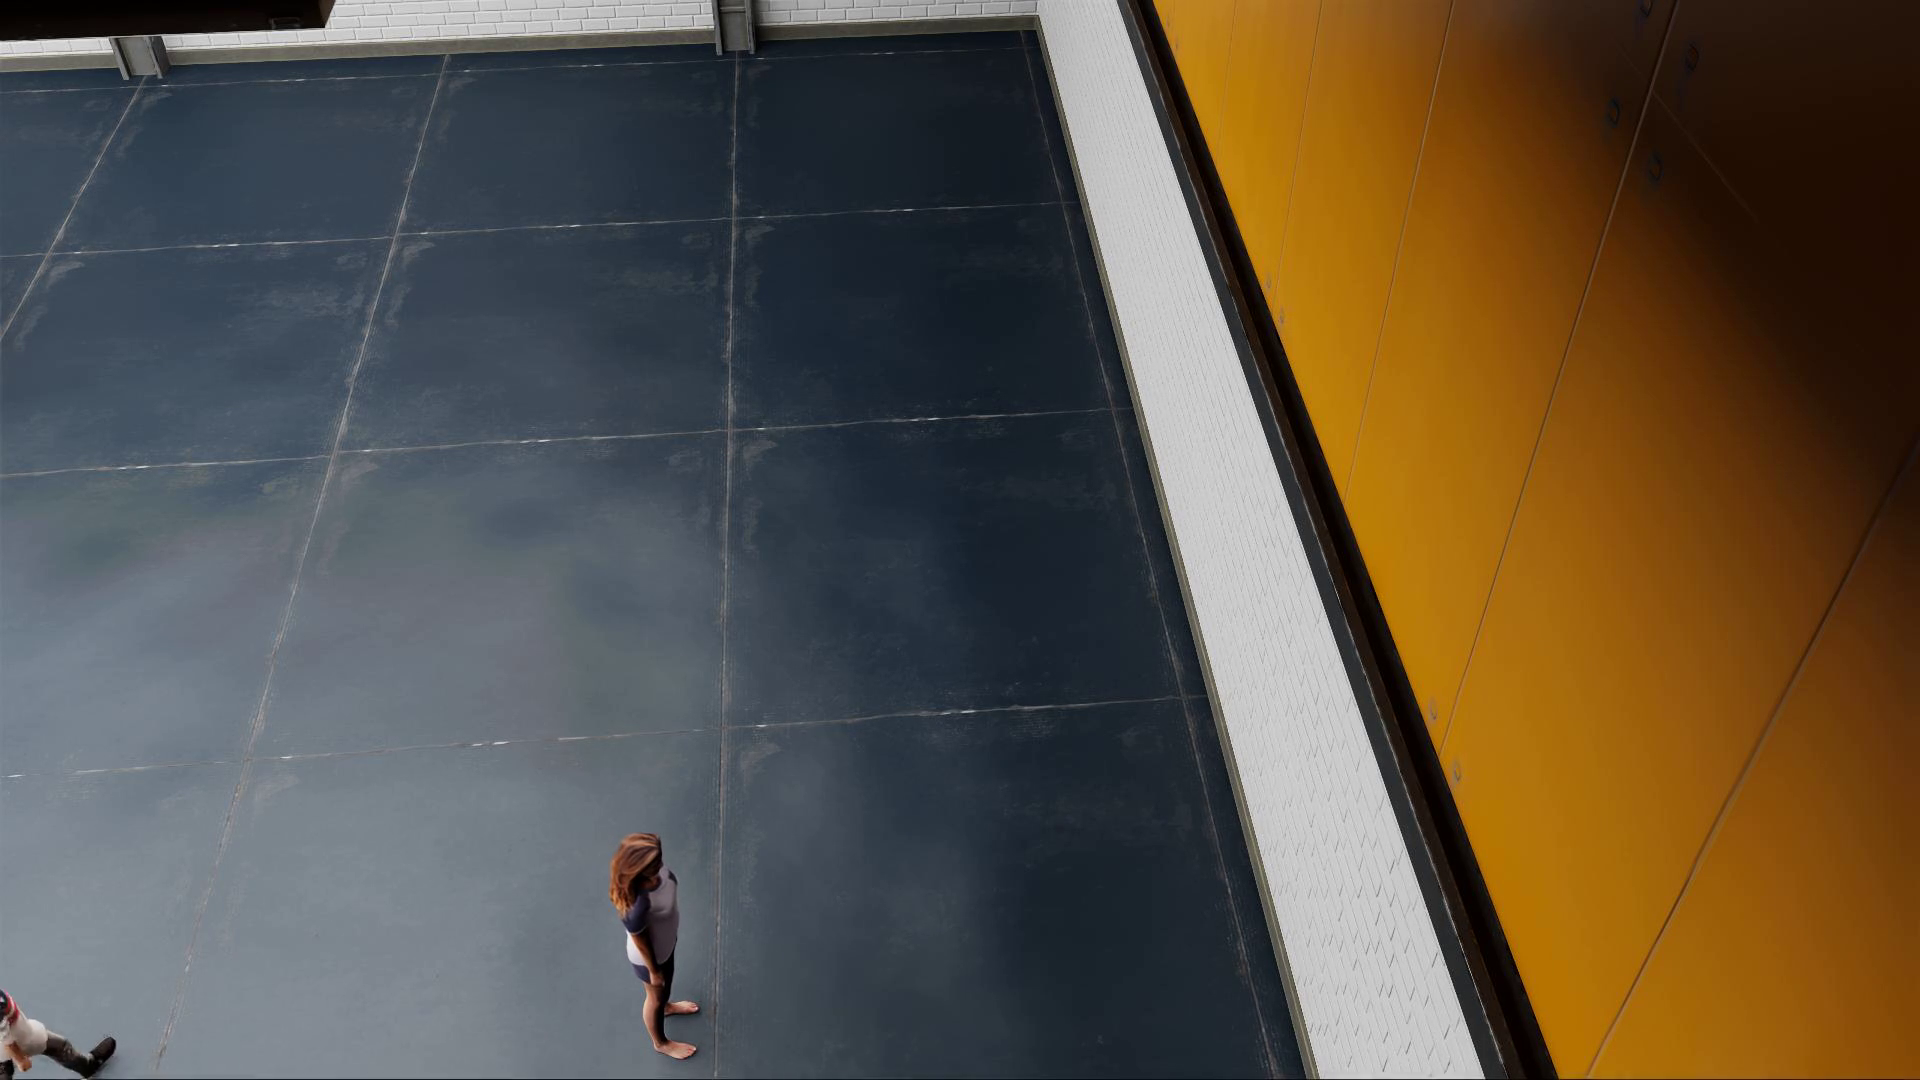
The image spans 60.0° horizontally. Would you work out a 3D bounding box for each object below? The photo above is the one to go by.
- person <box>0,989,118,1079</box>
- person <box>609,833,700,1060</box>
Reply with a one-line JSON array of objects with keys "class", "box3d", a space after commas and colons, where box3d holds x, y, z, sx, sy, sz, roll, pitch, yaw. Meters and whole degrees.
[{"class": "person", "box3d": [-4.833, 2.525, 8.313, 0.959, 1.406, 0.887, 18, 47, 18]}, {"class": "person", "box3d": [-1.590, 2.064, 8.566, 0.551, 1.725, 0.602, -1, 44, -1]}]
